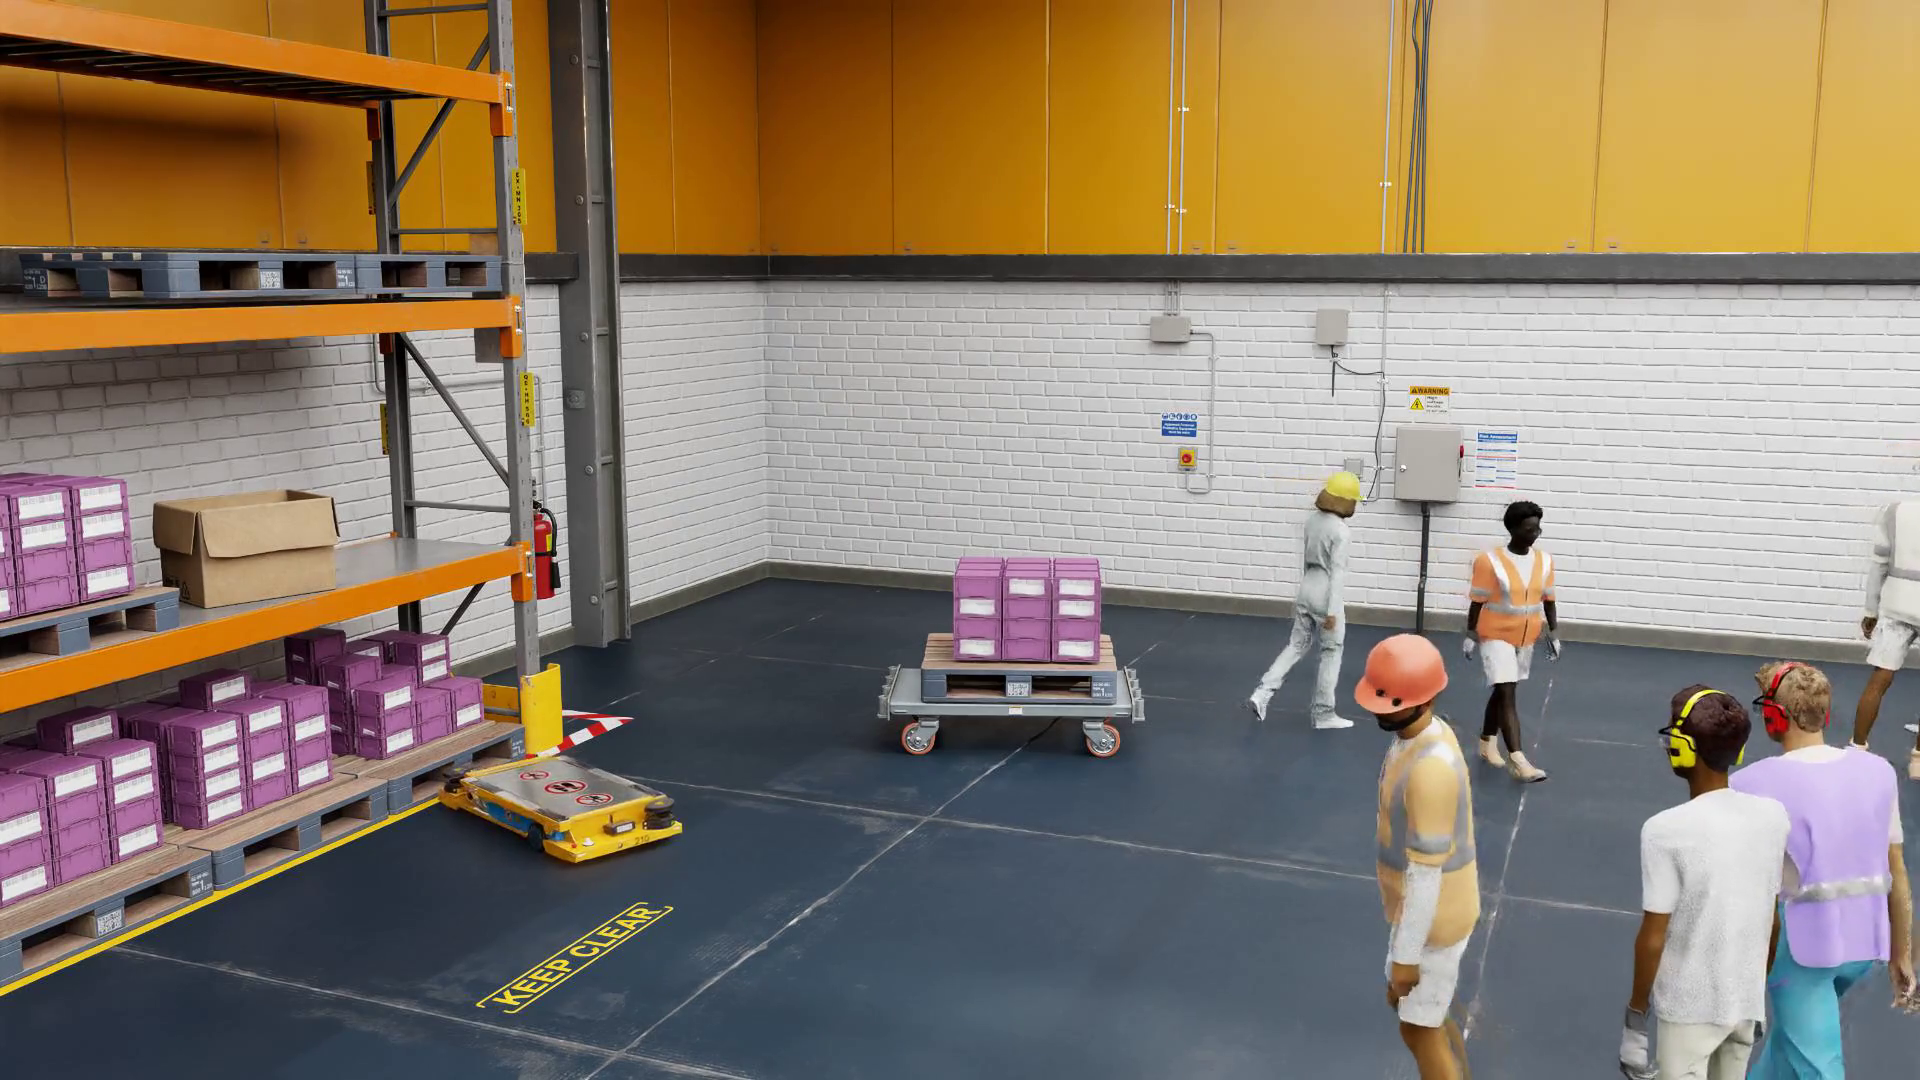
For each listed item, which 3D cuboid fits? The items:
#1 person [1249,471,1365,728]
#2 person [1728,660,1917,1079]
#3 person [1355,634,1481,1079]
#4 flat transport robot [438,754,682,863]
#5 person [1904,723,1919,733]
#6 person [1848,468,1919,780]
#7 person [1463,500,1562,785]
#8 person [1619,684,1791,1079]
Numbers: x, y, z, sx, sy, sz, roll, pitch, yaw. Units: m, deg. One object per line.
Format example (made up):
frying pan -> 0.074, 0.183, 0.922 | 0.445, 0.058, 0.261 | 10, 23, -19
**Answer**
person -> 2.282, 0.403, 10.825 | 0.648, 1.712, 0.501 | -4, 10, -24
person -> 2.621, 1.275, 5.302 | 0.586, 1.784, 0.990 | -3, 10, -15
person -> 1.492, 1.208, 5.421 | 0.501, 1.890, 0.604 | 1, 9, 9
flat transport robot -> -2.196, 1.418, 9.038 | 0.652, 0.197, 1.431 | -9, 13, -44
person -> 6.393, 0.459, 10.712 | 0.513, 1.641, 0.307 | -3, 10, -17
person -> 5.603, 0.434, 9.827 | 0.545, 2.015, 0.754 | -5, 11, -29
person -> 3.308, 0.601, 9.767 | 0.544, 1.654, 0.841 | -3, 10, -19
person -> 2.103, 1.338, 4.741 | 0.529, 1.860, 0.343 | -3, 10, -19
